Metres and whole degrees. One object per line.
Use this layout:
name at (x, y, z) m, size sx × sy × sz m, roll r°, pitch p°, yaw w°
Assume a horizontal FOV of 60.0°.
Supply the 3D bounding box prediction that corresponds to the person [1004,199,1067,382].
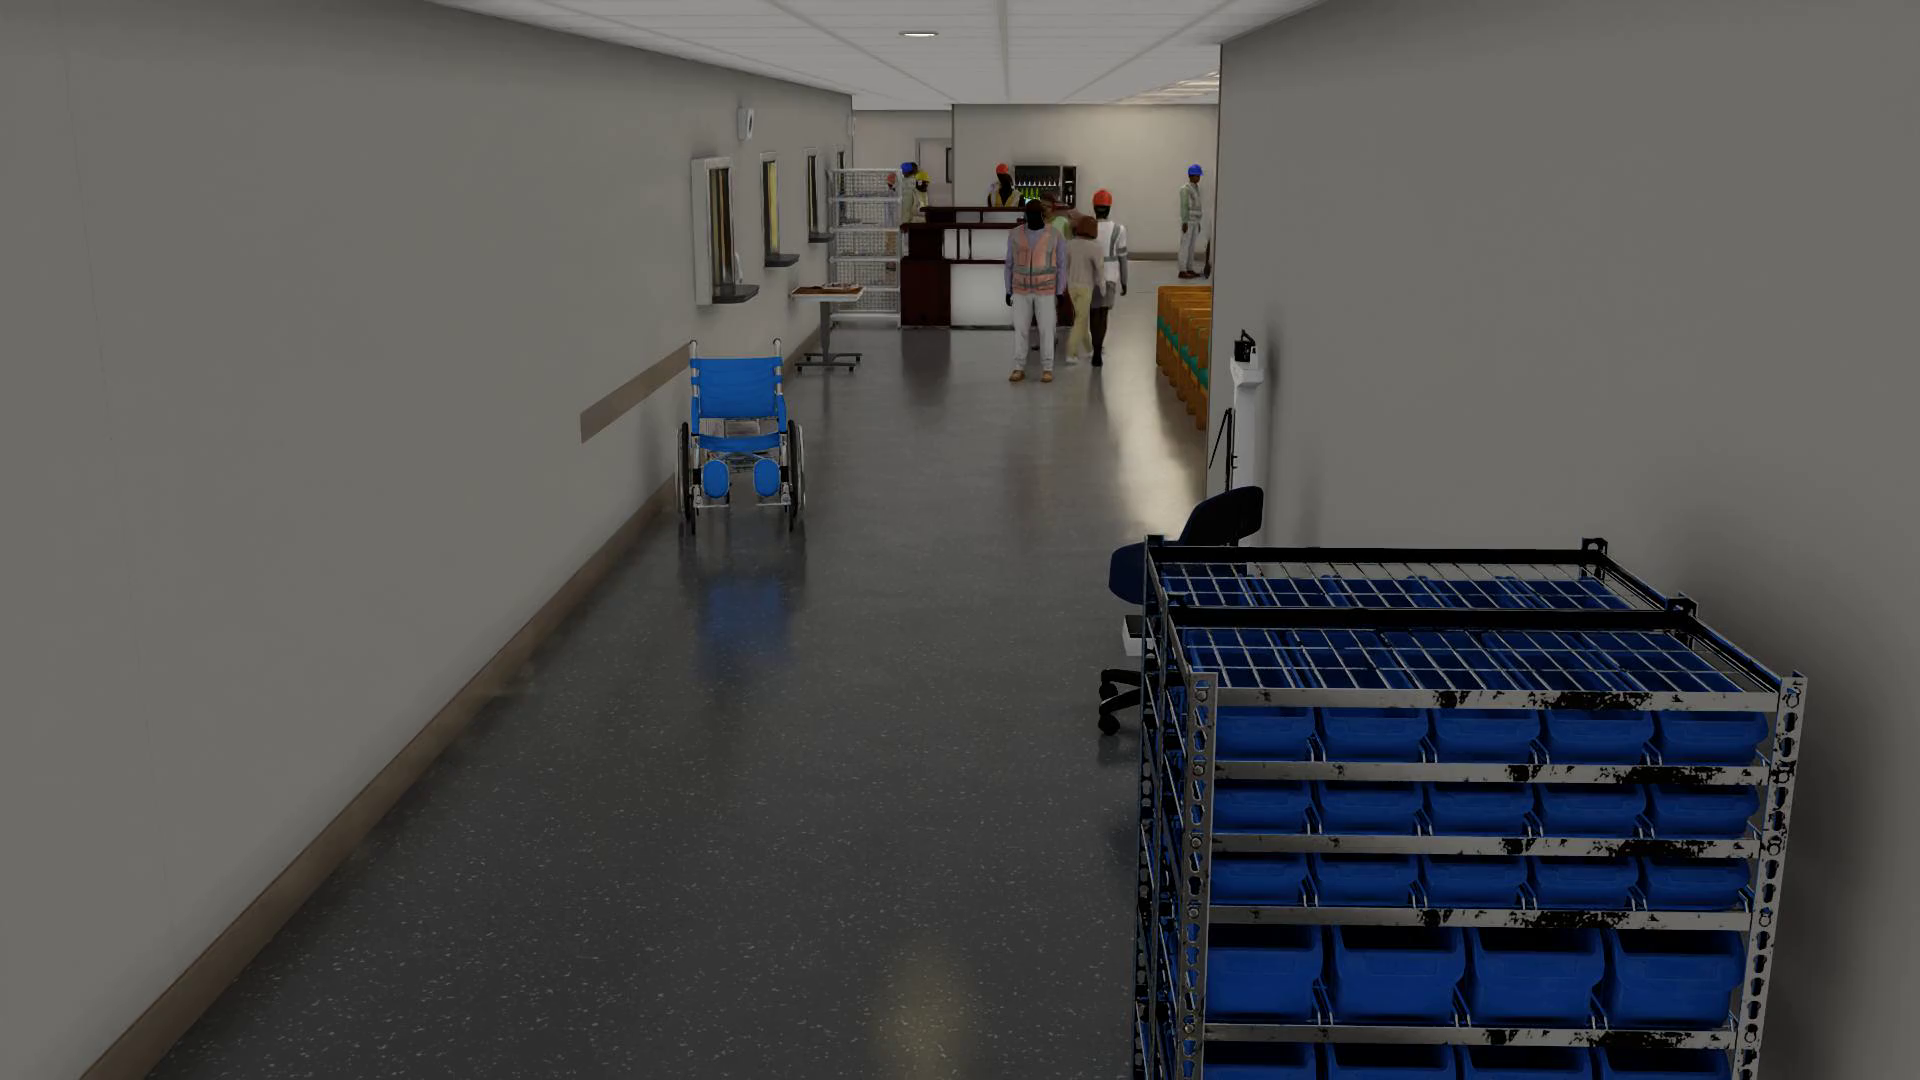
person at (0.752, -2.522, 16.875) m, size 0.633 × 1.843 × 0.429 m, roll 3°, pitch 14°, yaw 13°

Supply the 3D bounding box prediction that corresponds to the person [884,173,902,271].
person at (-1.209, -5.756, 30.169) m, size 0.319 × 1.755 × 0.573 m, roll -5°, pitch 15°, yaw -18°

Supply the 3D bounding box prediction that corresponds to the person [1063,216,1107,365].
person at (1.378, -2.733, 18.238) m, size 0.540 × 1.605 × 0.821 m, roll 12°, pitch 18°, yaw 41°

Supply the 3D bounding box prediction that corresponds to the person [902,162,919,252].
person at (-0.982, -6.972, 34.891) m, size 0.534 × 1.863 × 0.310 m, roll -2°, pitch 14°, yaw -7°

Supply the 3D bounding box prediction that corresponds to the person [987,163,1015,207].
person at (0.753, -5.816, 30.042) m, size 0.547 × 1.938 × 0.378 m, roll -6°, pitch 15°, yaw -22°

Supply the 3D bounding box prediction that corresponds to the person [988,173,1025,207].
person at (0.742, -5.059, 27.204) m, size 0.619 × 1.836 × 0.430 m, roll 3°, pitch 14°, yaw 11°

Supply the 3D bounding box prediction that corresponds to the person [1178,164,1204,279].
person at (4.007, -5.508, 28.772) m, size 0.406 × 1.946 × 0.608 m, roll 9°, pitch 17°, yaw 33°

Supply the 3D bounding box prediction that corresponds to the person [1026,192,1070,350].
person at (0.970, -3.095, 19.233) m, size 0.499 × 1.819 × 0.604 m, roll -13°, pitch 19°, yaw -42°

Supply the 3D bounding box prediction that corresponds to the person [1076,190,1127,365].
person at (1.554, -2.892, 18.307) m, size 0.559 × 1.886 × 1.017 m, roll 2°, pitch 14°, yaw 10°

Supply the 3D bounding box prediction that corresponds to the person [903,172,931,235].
person at (-0.705, -5.516, 29.095) m, size 0.537 × 1.804 × 0.618 m, roll 9°, pitch 16°, yaw 32°
